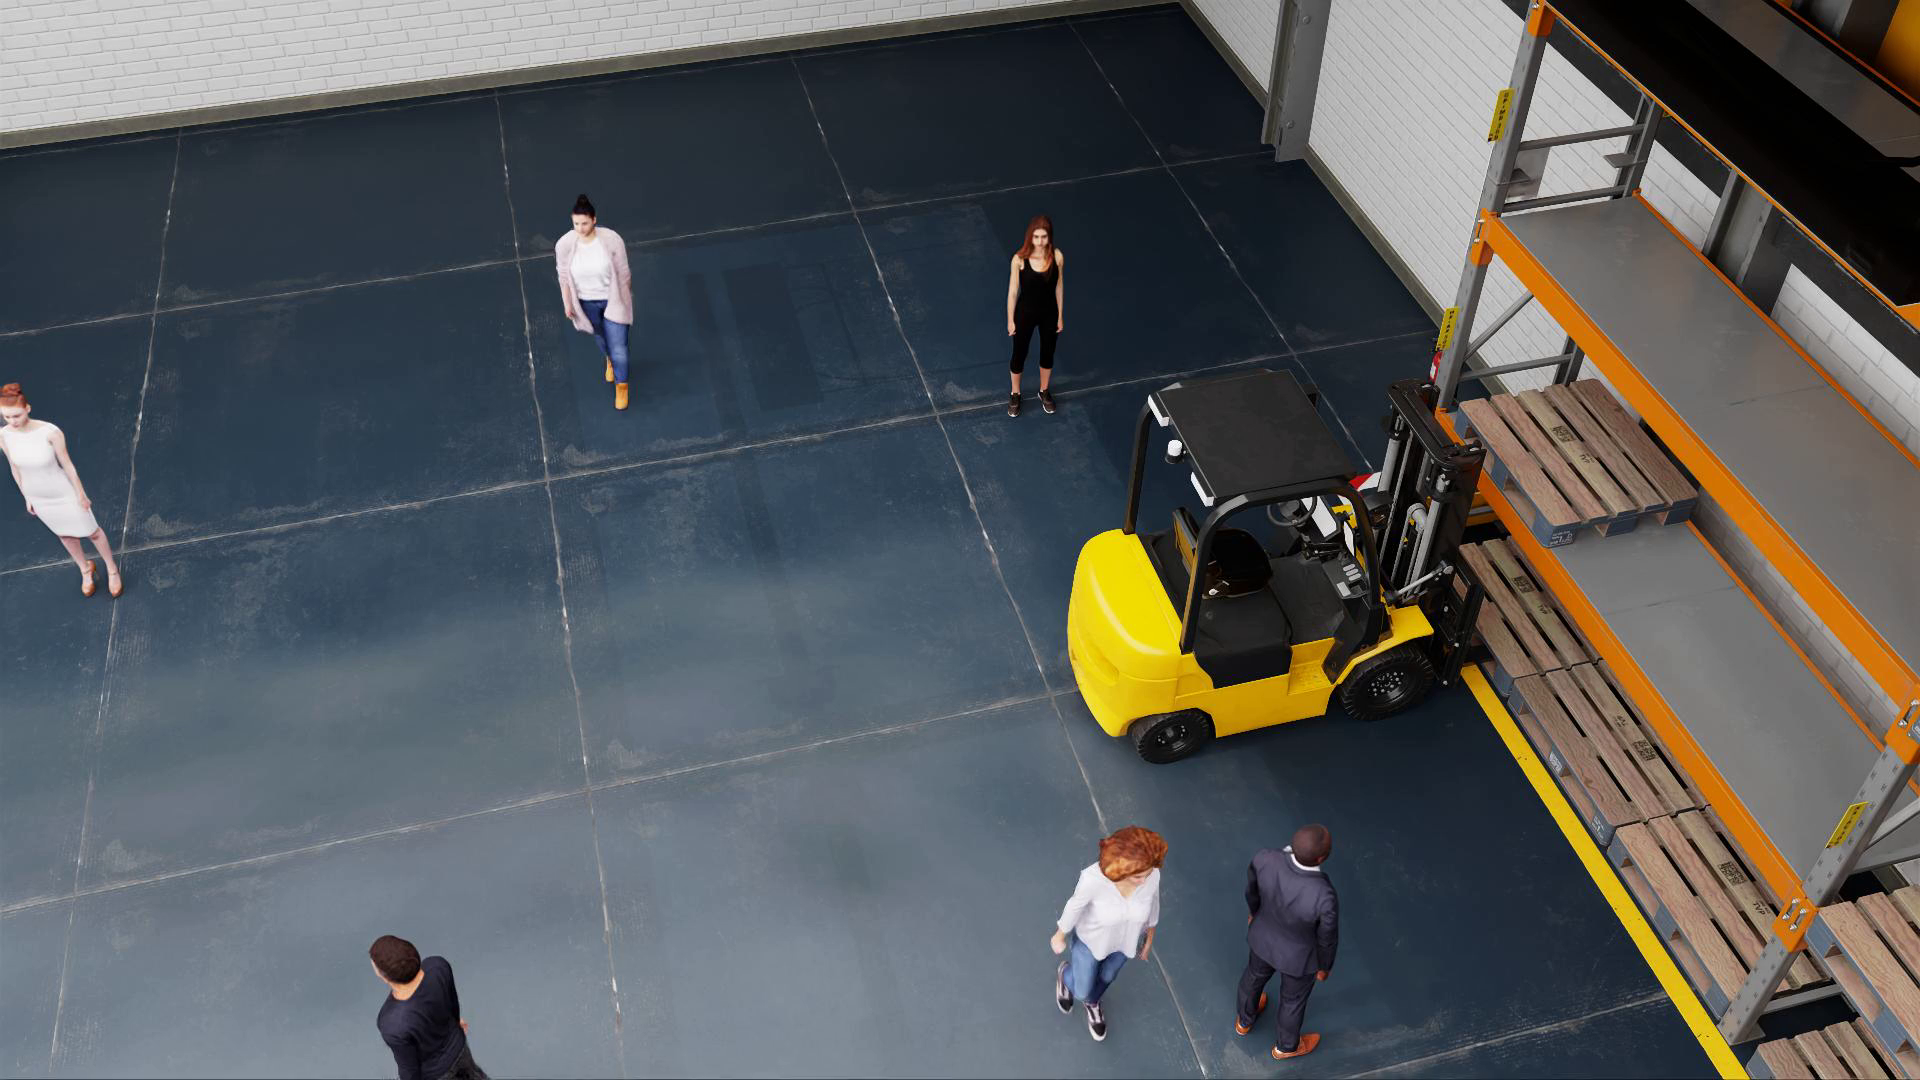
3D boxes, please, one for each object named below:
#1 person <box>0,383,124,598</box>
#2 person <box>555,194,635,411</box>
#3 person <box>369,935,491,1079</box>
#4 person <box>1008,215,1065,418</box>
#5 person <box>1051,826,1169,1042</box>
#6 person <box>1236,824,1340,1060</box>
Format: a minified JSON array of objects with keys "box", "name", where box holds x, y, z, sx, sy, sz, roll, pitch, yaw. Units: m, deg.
[{"box":[-5.944,-0.308,10.965,0.593,1.794,0.548,-2,44,-2],"name":"person"},{"box":[-2.732,-1.908,12.700,0.841,1.717,1.011,0,44,0],"name":"person"},{"box":[-2.508,2.478,7.984,0.776,1.870,0.665,12,45,12],"name":"person"},{"box":[0.577,-1.690,12.464,0.603,1.725,0.551,-5,44,-5],"name":"person"},{"box":[0.747,1.964,8.653,0.705,1.692,0.686,-4,44,-4],"name":"person"},{"box":[1.670,2.046,8.472,0.837,1.824,0.704,-32,52,-29],"name":"person"}]
